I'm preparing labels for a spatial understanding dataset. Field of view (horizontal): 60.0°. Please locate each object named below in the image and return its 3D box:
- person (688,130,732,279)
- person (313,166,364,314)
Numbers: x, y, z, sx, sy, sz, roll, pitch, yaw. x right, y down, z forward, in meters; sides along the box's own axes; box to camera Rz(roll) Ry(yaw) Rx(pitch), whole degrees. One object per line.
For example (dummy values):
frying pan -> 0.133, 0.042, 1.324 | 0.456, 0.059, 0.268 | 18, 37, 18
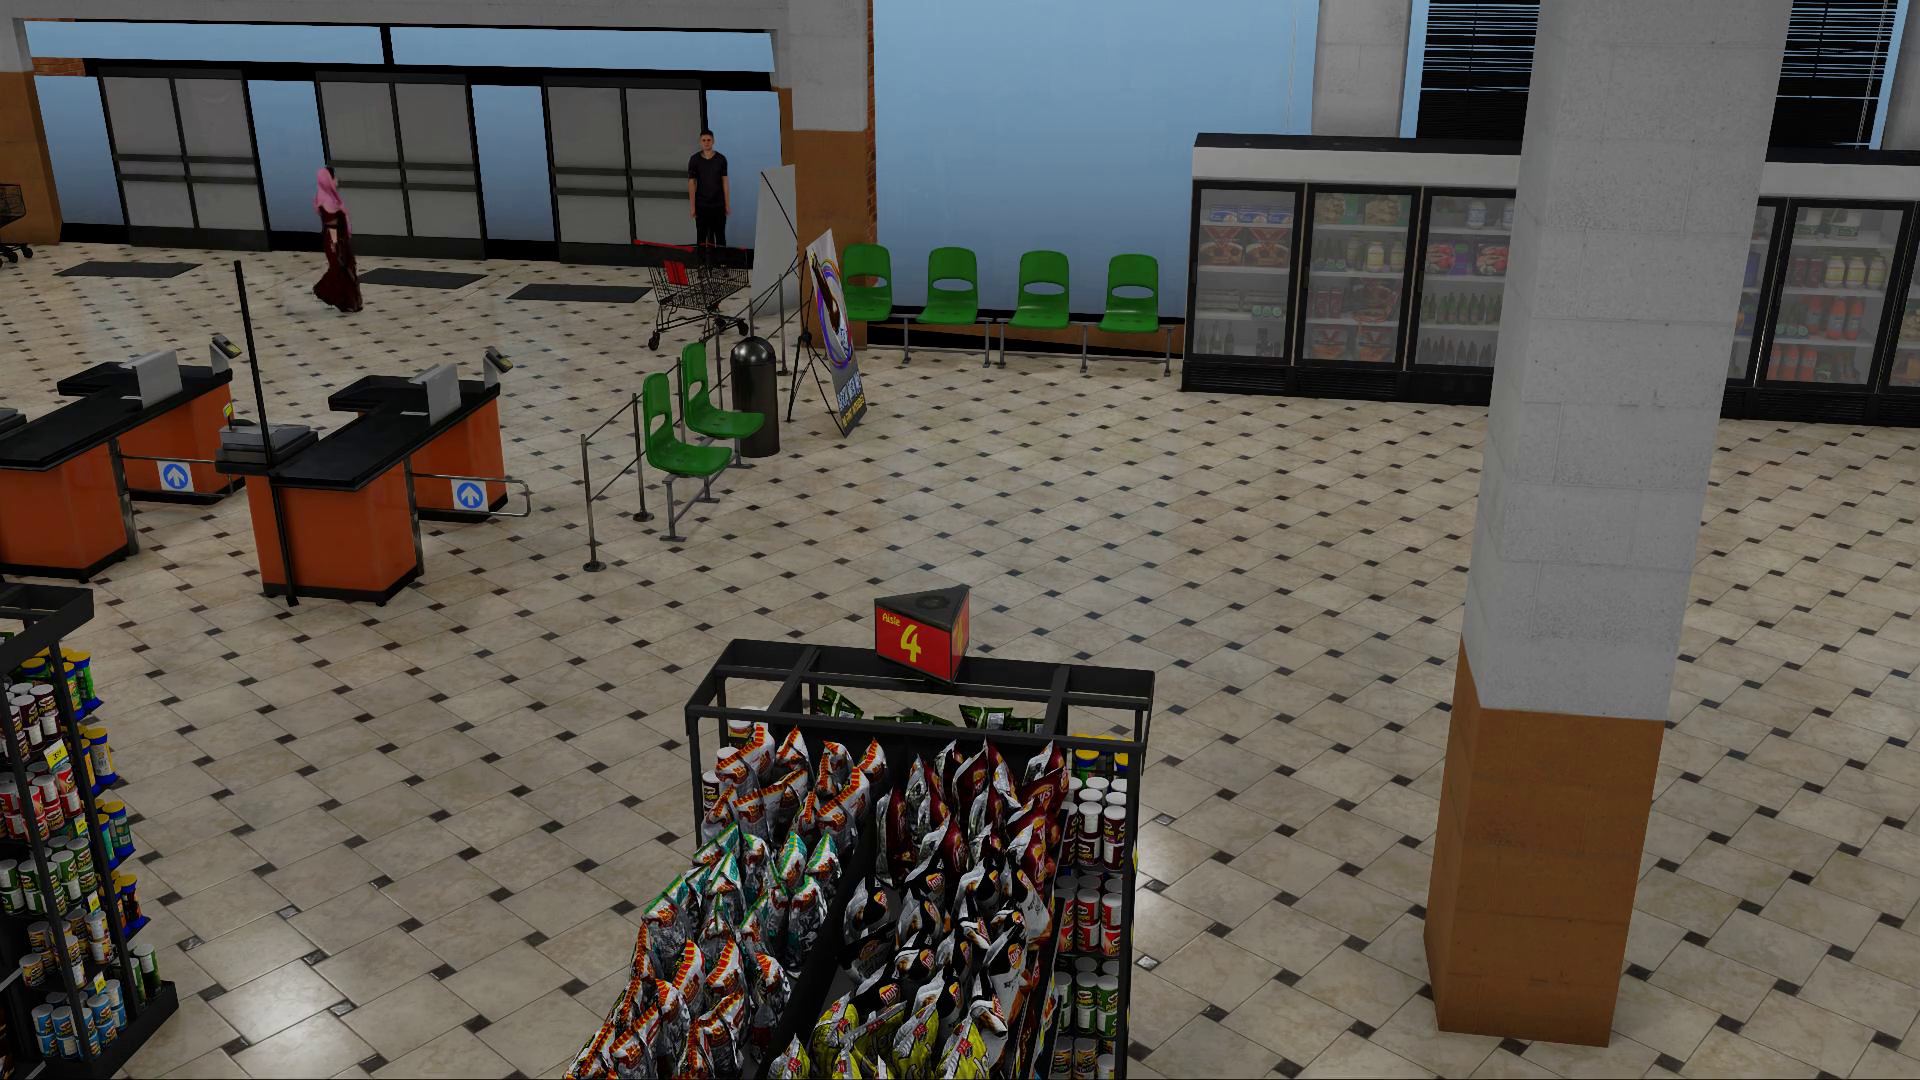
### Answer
person -> -3.007, -4.055, 20.068 | 0.713, 1.763, 0.671 | -5, 22, -12
person -> -6.976, -3.306, 18.386 | 0.871, 1.628, 0.813 | -7, 23, -17
